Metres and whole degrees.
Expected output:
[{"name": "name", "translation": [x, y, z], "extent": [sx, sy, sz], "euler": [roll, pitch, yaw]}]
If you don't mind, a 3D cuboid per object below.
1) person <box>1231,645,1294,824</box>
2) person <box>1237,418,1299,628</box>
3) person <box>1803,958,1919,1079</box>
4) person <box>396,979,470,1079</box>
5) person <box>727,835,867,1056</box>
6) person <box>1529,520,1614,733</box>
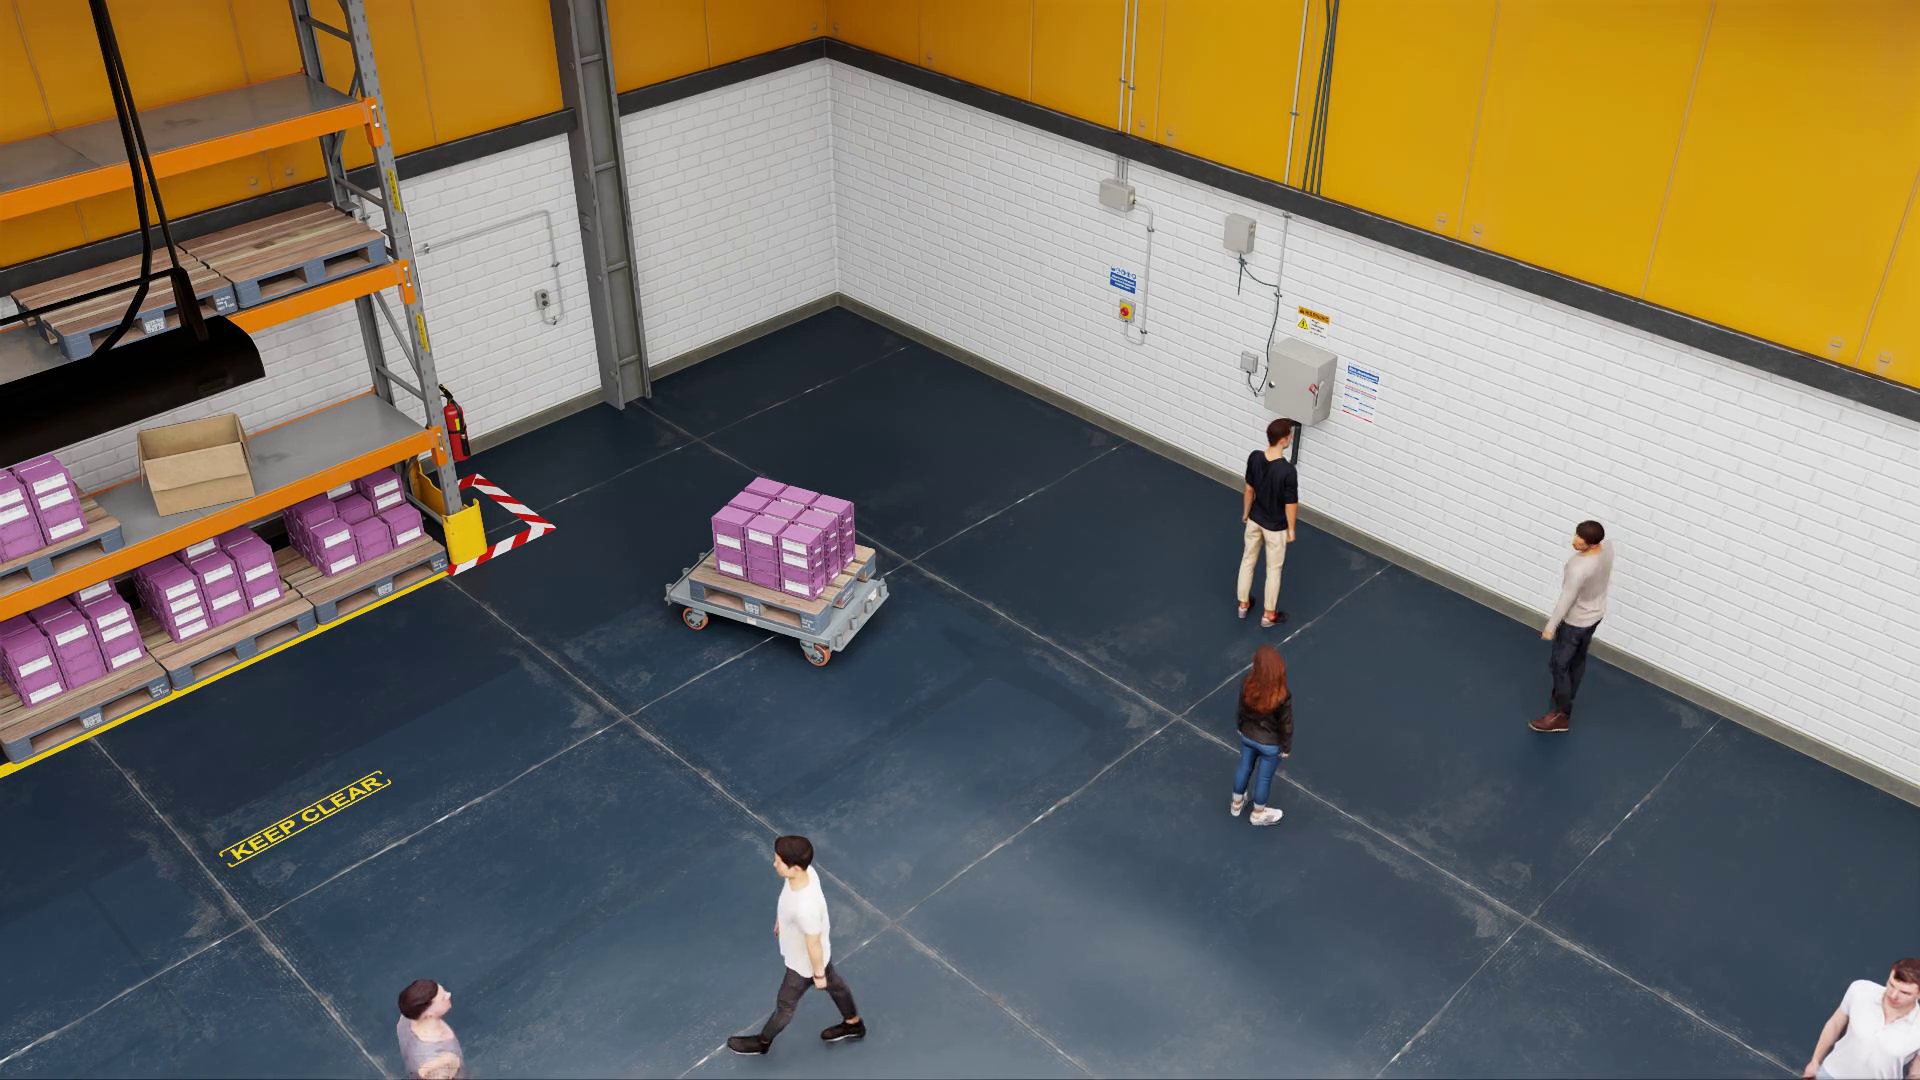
[{"name": "person", "translation": [2.083, 1.341, 11.468], "extent": [0.511, 1.480, 0.598], "euler": [-27, 42, -34]}, {"name": "person", "translation": [2.472, -0.138, 13.357], "extent": [0.640, 1.853, 0.522], "euler": [28, 42, 35]}, {"name": "person", "translation": [4.775, 2.876, 8.826], "extent": [0.547, 1.850, 0.653], "euler": [-26, 42, -33]}, {"name": "person", "translation": [-2.721, 2.966, 8.550], "extent": [1.270, 1.808, 0.851], "euler": [-18, 38, -25]}, {"name": "person", "translation": [-0.822, 2.381, 9.723], "extent": [1.176, 1.681, 1.043], "euler": [-5, 34, -7]}, {"name": "person", "translation": [4.606, 0.569, 12.322], "extent": [0.538, 1.822, 0.834], "euler": [-15, 36, -21]}]
